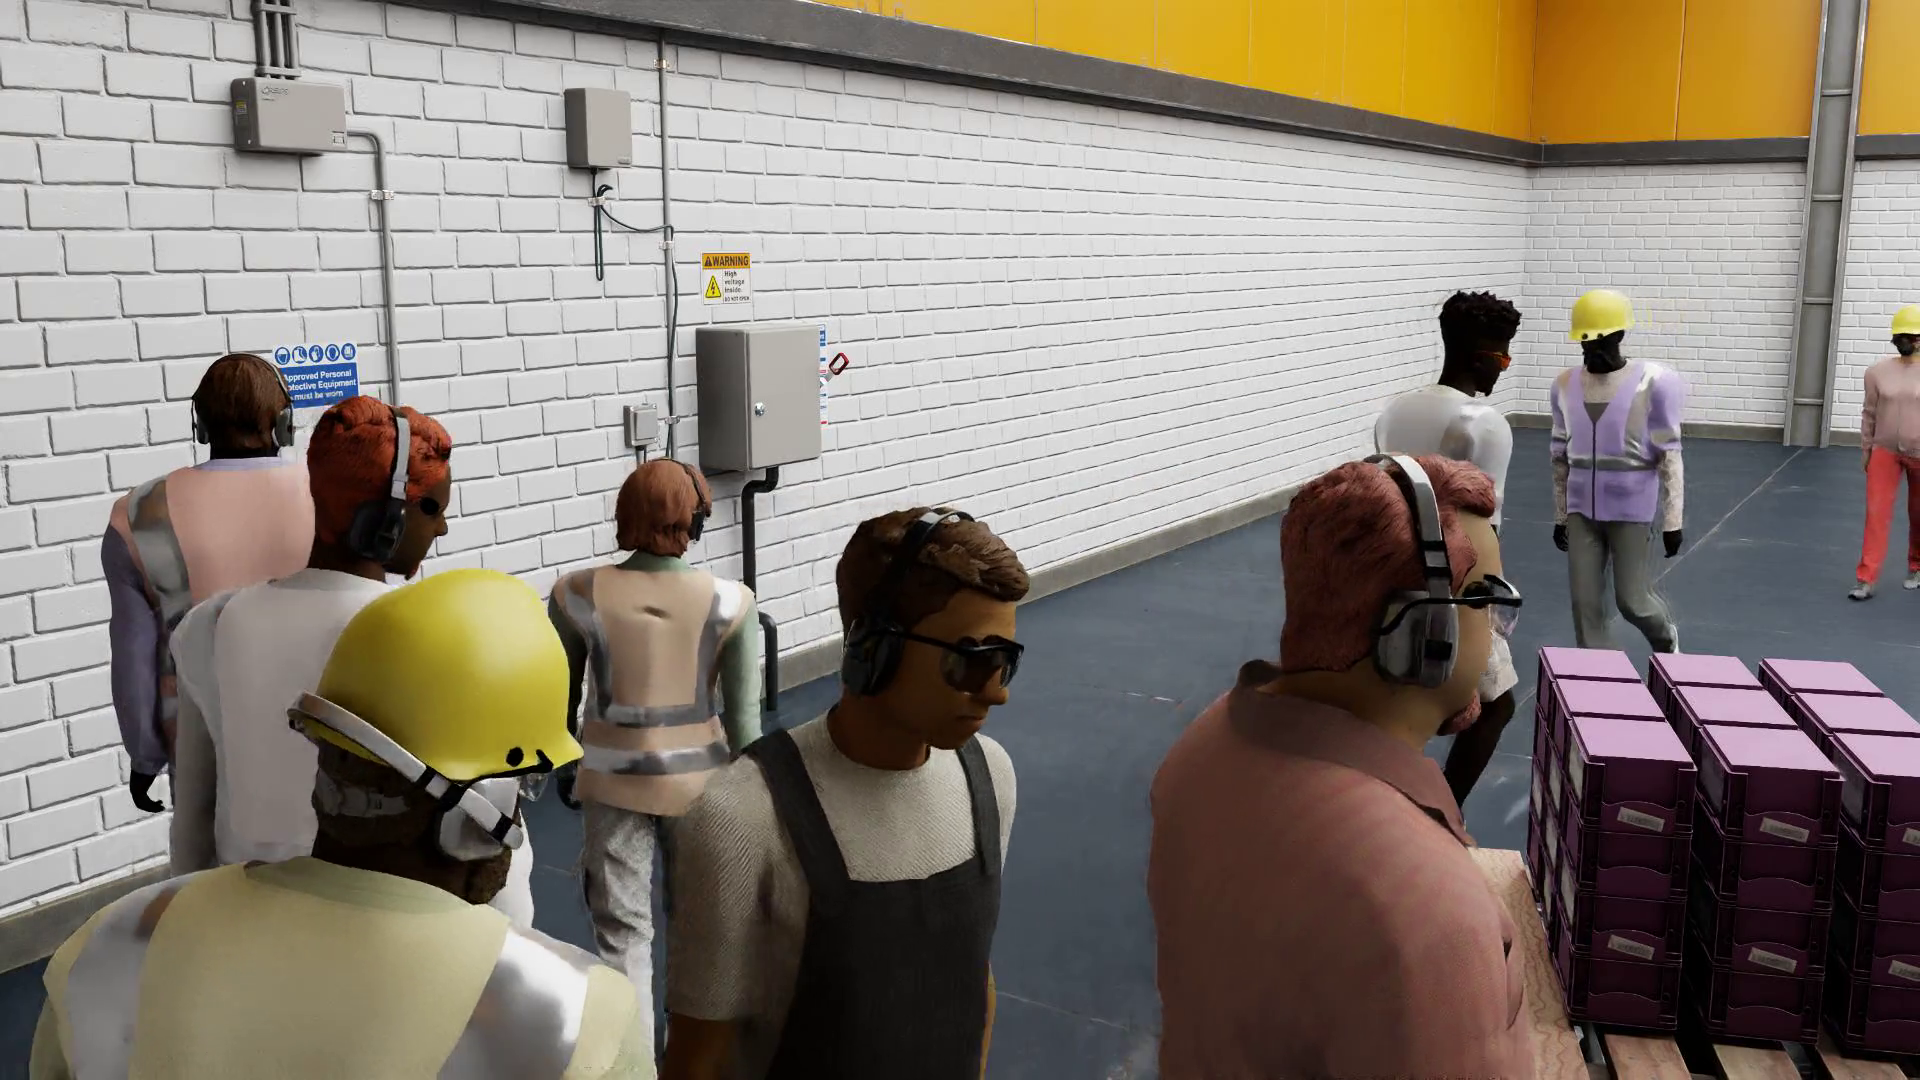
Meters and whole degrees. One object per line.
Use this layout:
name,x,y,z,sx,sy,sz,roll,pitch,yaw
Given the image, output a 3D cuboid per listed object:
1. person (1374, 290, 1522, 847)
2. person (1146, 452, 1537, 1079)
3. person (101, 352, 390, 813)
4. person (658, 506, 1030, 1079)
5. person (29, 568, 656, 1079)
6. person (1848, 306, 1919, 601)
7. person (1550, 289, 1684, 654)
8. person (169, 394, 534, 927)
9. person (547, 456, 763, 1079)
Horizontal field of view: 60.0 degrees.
person,1.562,0.167,5.405,0.533,1.936,0.627,-6,12,-28
person,0.466,0.849,1.811,0.570,1.891,0.645,-1,10,-3
person,-1.660,0.475,3.986,0.637,1.842,0.429,-4,11,-23
person,-0.199,0.832,2.152,0.560,1.804,0.885,-8,13,-38
person,-0.584,0.926,1.624,0.615,1.793,0.543,2,11,13
person,5.586,-0.515,9.815,0.537,1.723,0.909,10,14,43
person,2.897,-0.147,7.284,0.712,1.887,0.642,-8,13,-38
person,-0.941,0.701,2.680,0.659,1.857,0.598,2,10,12
person,-0.723,0.604,3.943,0.510,1.603,0.816,-2,10,-11
